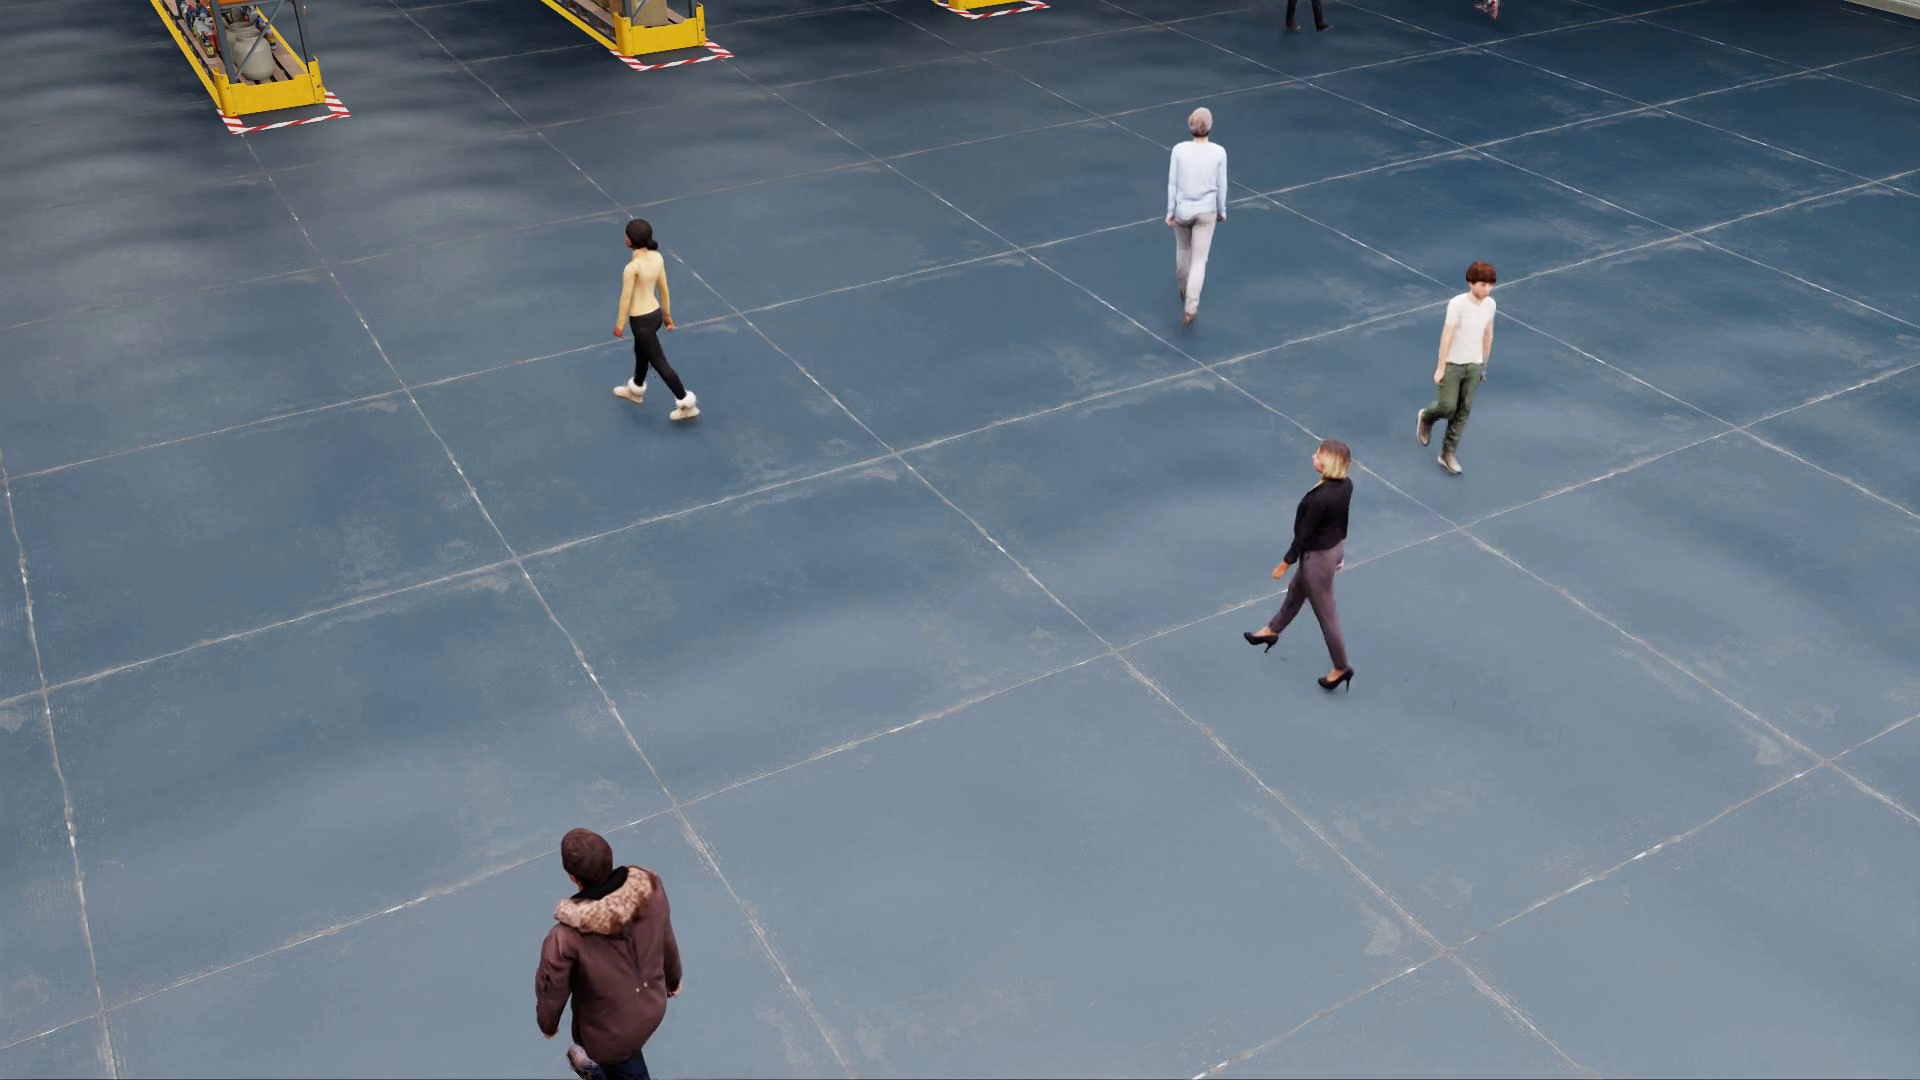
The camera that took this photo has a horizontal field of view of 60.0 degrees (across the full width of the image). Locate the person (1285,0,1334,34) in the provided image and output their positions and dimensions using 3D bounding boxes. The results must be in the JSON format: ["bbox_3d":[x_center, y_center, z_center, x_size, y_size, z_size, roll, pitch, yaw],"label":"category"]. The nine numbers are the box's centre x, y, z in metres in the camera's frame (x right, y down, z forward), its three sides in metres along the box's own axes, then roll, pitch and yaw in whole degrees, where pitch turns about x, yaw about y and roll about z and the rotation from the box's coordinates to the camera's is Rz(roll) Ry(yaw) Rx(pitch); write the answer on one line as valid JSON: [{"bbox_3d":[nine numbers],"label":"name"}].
[{"bbox_3d":[4.633,-7.770,22.506,1.003,1.737,0.673,-17,36,-25],"label":"person"}]

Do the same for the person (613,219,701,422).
[{"bbox_3d":[-2.372,-1.672,12.942,1.173,1.626,1.014,14,35,20],"label":"person"}]

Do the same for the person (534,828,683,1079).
[{"bbox_3d":[-1.357,2.009,6.947,1.251,1.796,1.028,23,39,32],"label":"person"}]

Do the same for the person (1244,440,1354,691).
[{"bbox_3d":[2.245,0.195,9.971,1.087,1.638,0.904,17,36,25],"label":"person"}]

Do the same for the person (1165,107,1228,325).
[{"bbox_3d":[2.047,-2.779,14.486,1.202,1.850,1.272,7,33,11],"label":"person"}]

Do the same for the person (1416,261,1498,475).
[{"bbox_3d":[3.684,-1.323,12.367,0.709,1.649,0.888,-8,33,-12],"label":"person"}]
